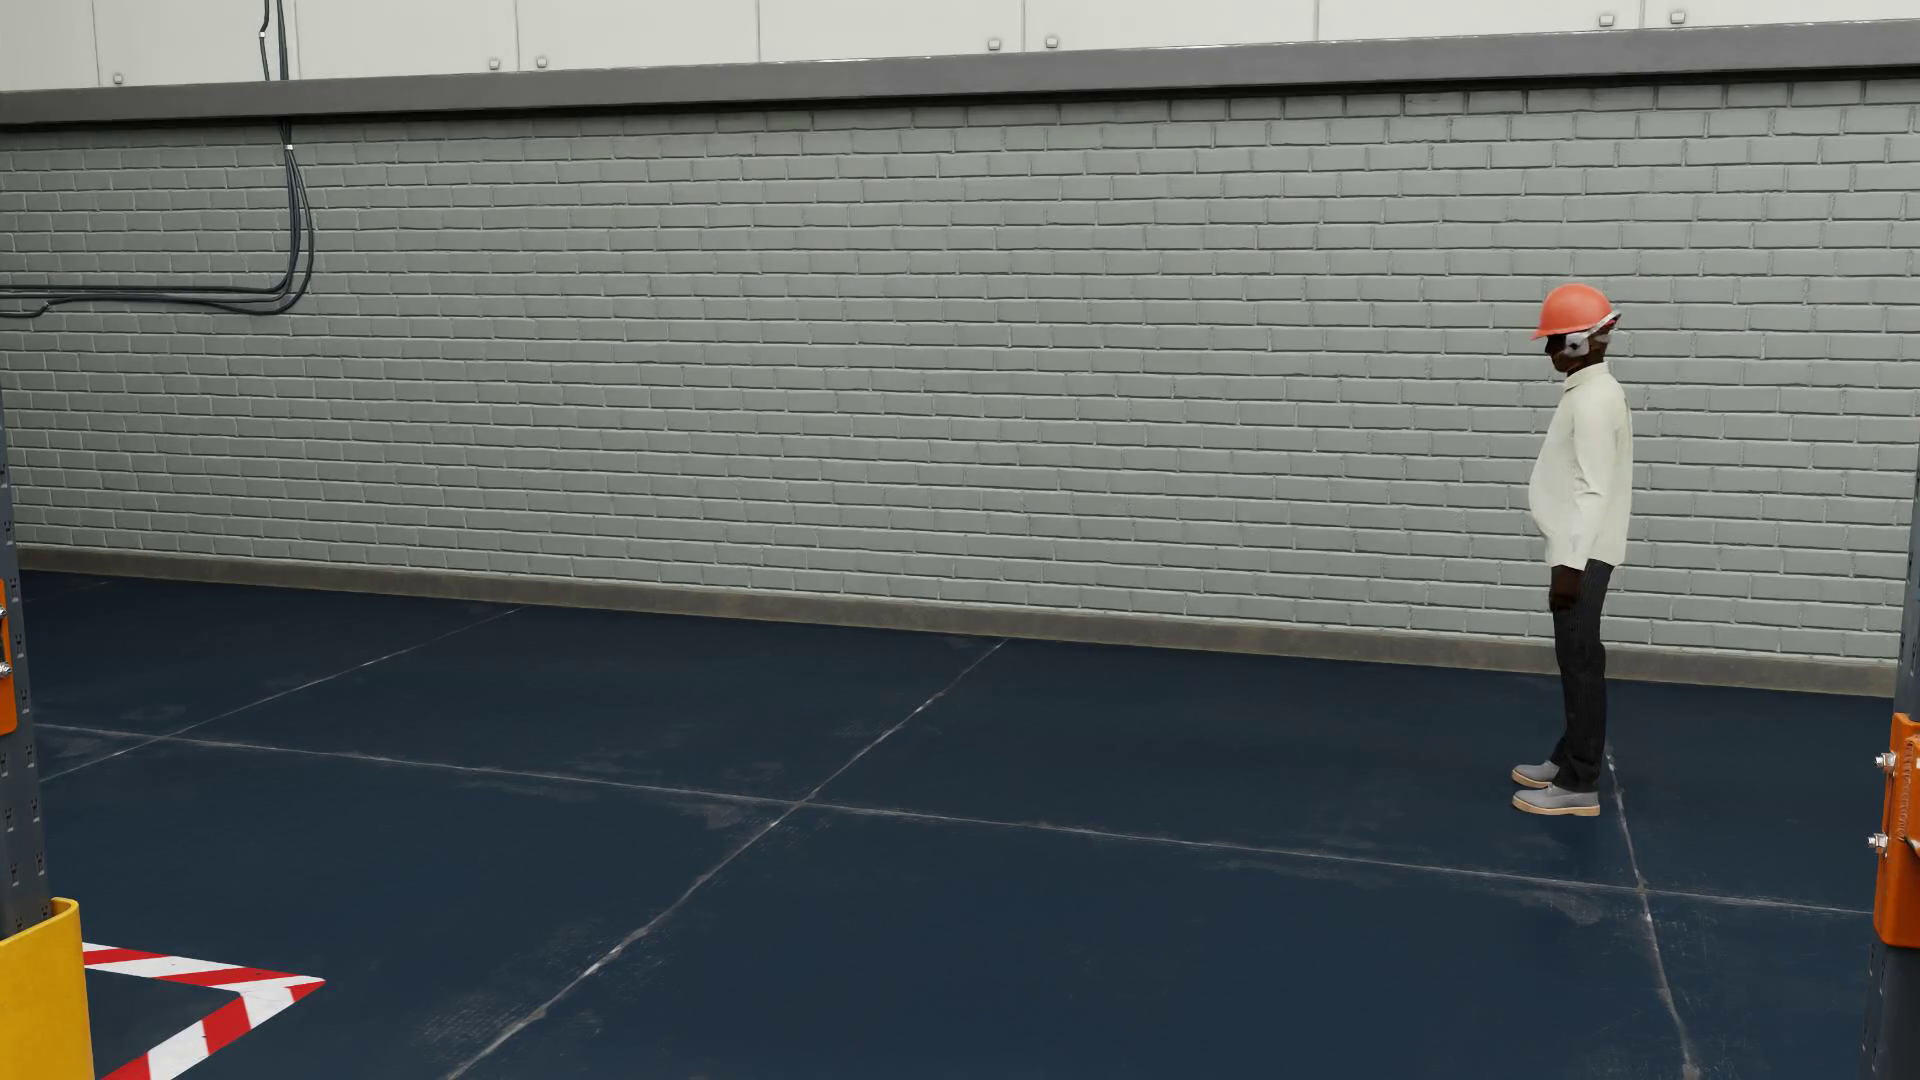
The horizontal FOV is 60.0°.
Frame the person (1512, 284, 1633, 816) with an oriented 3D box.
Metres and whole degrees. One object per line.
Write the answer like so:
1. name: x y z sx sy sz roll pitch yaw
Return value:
1. person: 2.301 0.042 6.256 0.392 1.985 0.609 4 10 21
